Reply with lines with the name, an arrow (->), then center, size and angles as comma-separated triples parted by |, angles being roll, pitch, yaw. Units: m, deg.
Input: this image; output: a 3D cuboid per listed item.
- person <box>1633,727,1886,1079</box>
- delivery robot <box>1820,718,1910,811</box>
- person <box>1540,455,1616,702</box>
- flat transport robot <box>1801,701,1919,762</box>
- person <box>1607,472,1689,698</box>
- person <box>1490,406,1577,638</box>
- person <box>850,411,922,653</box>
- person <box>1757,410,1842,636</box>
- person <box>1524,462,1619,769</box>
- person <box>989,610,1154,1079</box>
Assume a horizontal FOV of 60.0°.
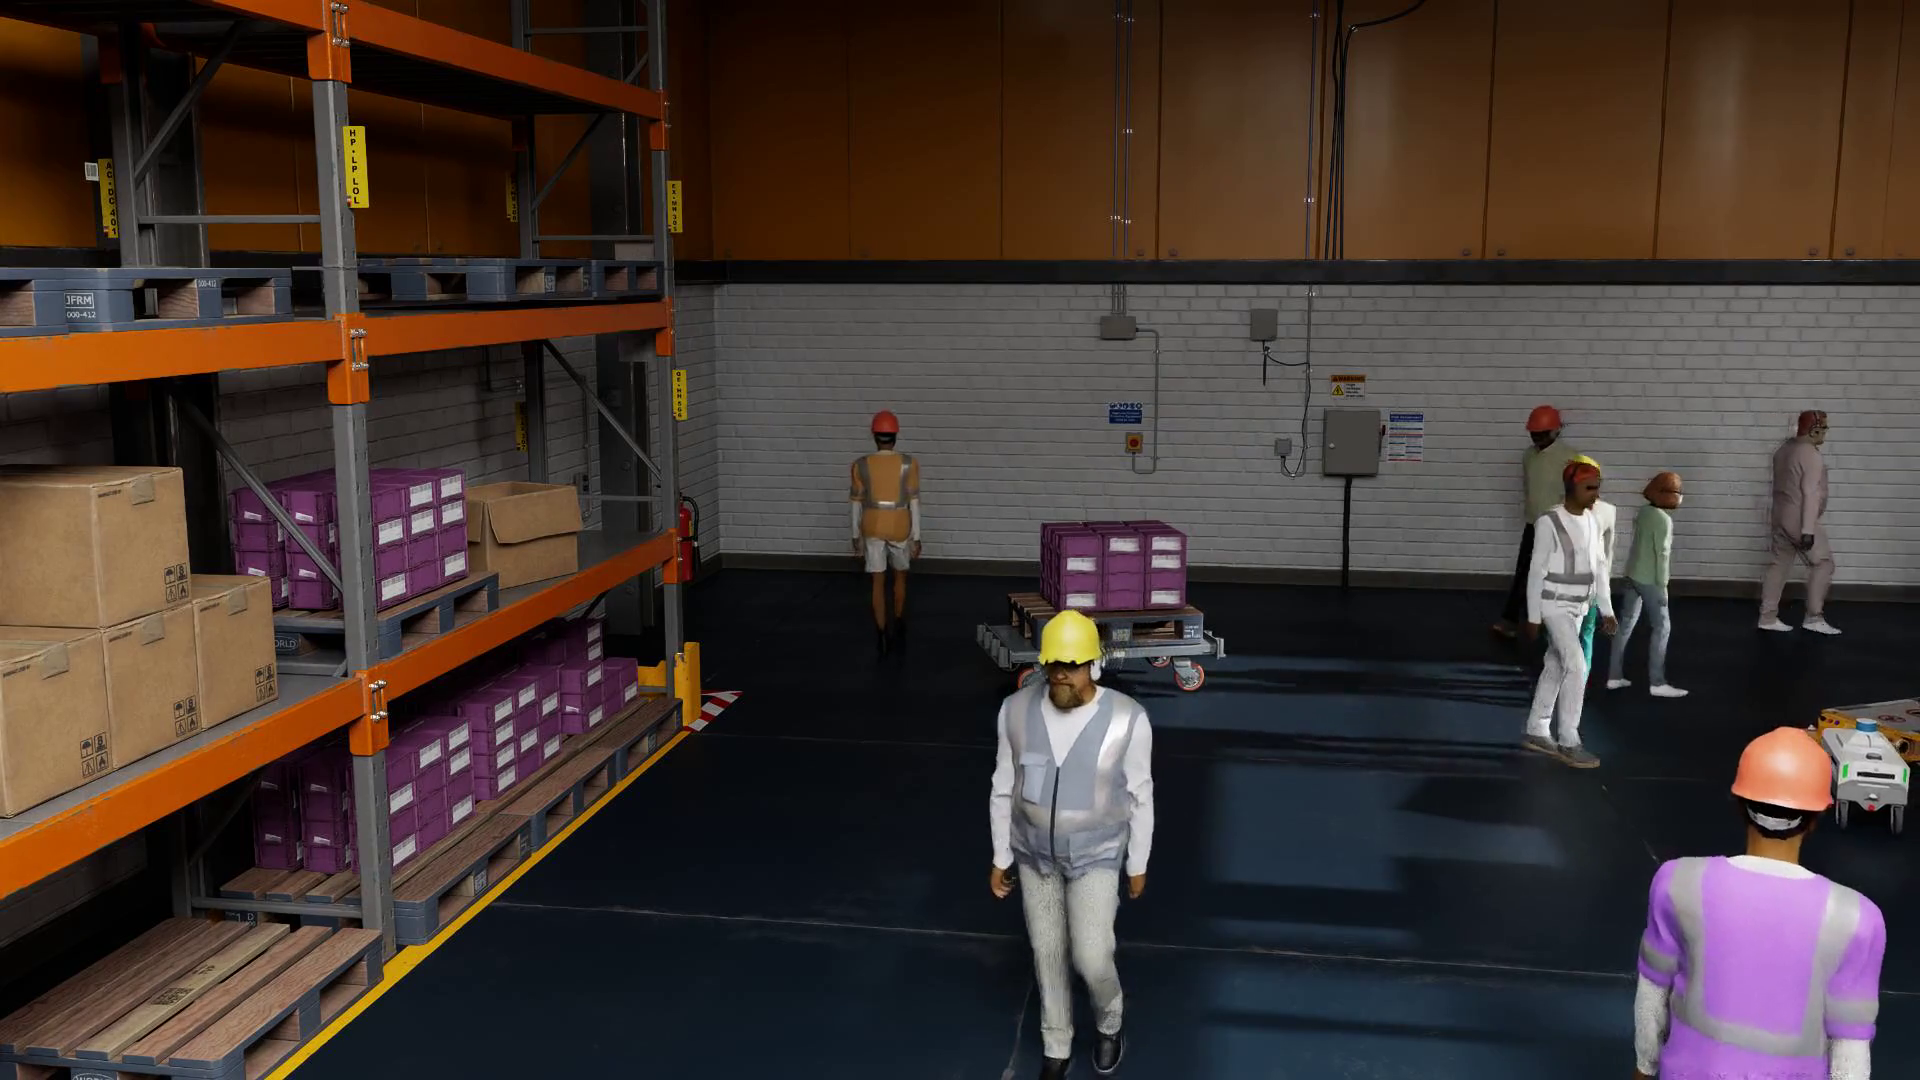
person -> 2.033, 1.405, 4.301 | 0.562, 1.883, 0.986 | 5, 10, 28
delivery robot -> 4.991, 1.230, 9.190 | 0.477, 0.478, 0.707 | 3, 10, 18
person -> 4.318, 0.279, 11.661 | 0.537, 1.756, 0.367 | -1, 9, -6
flat transport robot -> 6.048, 1.202, 10.524 | 1.431, 0.197, 0.652 | -4, 10, -21
person -> 4.946, 0.313, 11.904 | 0.509, 1.605, 0.507 | 0, 9, -1
person -> 4.829, -0.139, 13.671 | 1.003, 1.932, 0.622 | -5, 11, -29
person -> -0.597, -0.091, 13.475 | 0.575, 1.900, 0.902 | 0, 9, -1
person -> 7.062, -0.141, 13.837 | 0.735, 1.879, 0.671 | 0, 9, -1
person -> 3.824, 0.455, 10.240 | 0.575, 1.857, 0.750 | -8, 12, -39
person -> 0.394, 1.147, 6.101 | 0.589, 1.820, 0.416 | 4, 10, 22
